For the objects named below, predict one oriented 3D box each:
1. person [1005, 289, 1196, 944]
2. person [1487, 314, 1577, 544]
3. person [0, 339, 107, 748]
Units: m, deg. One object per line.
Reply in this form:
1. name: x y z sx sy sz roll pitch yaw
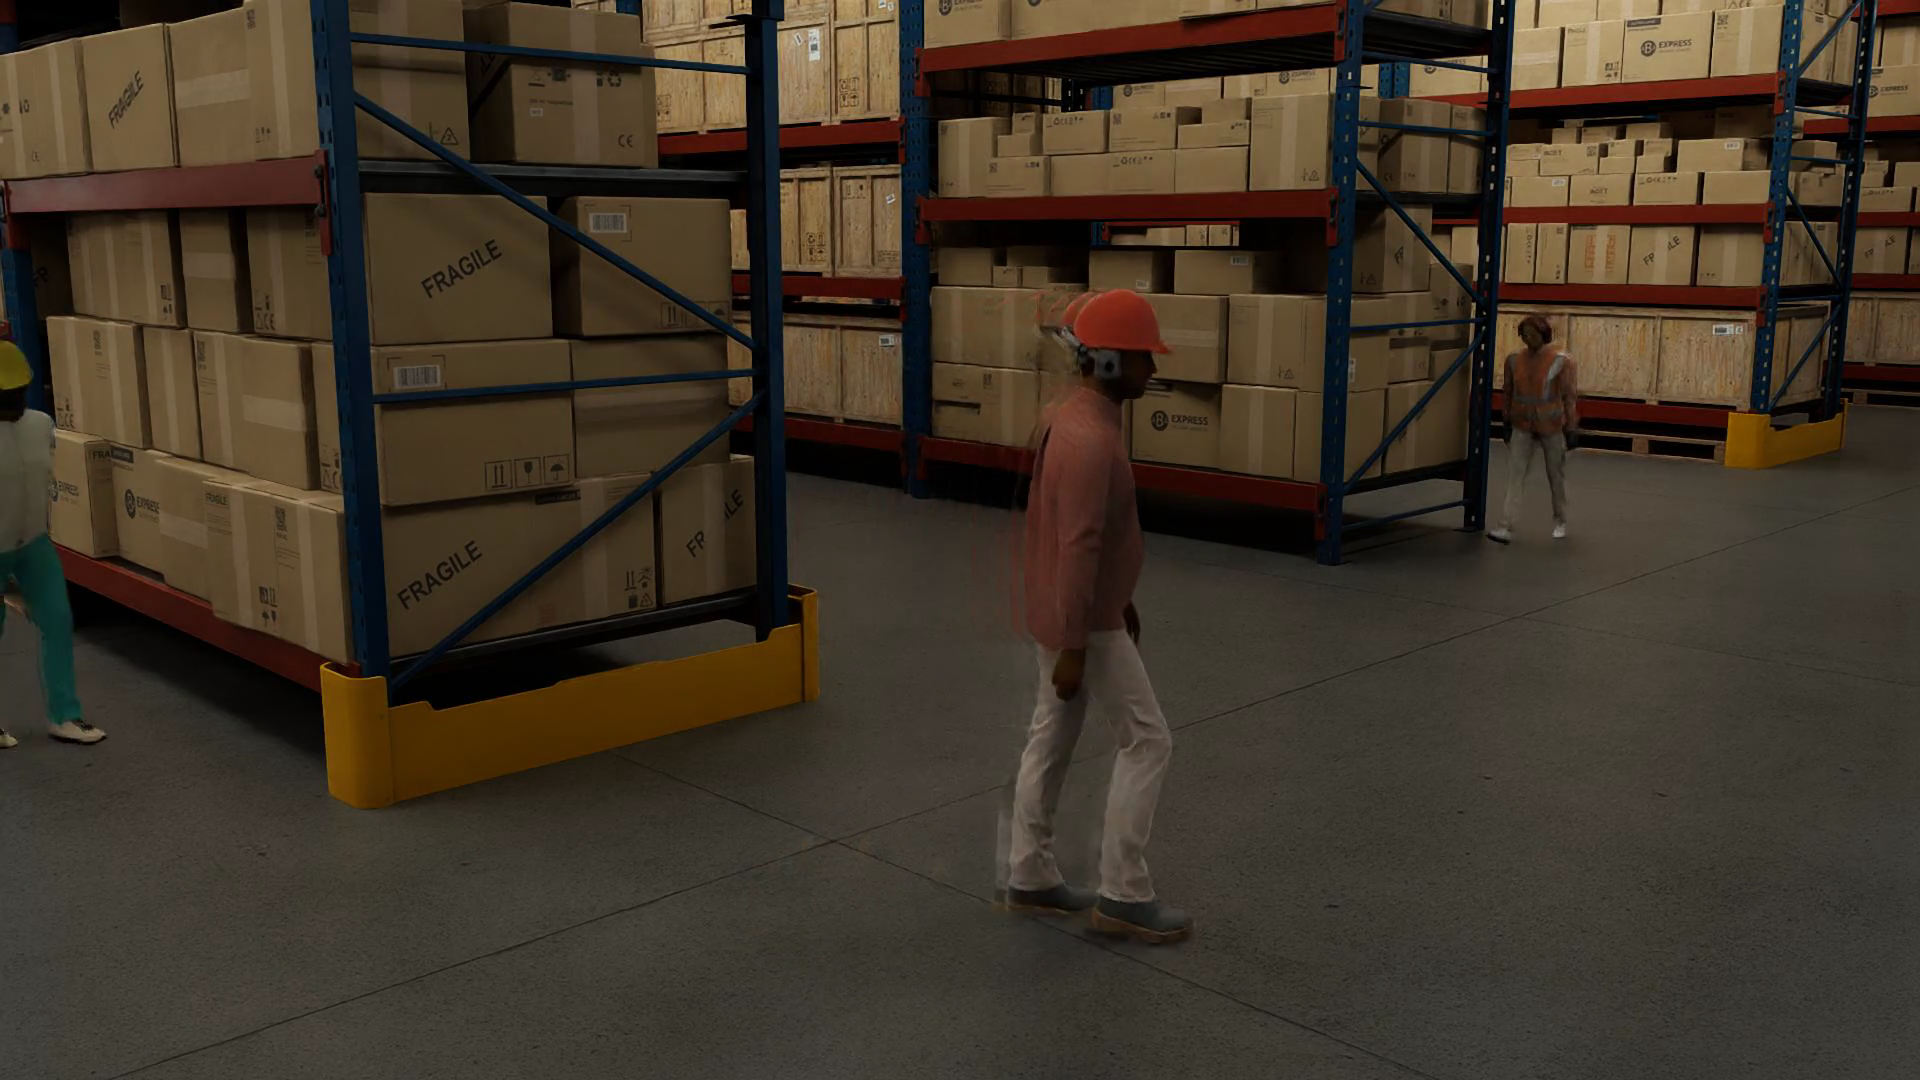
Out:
1. person: 0.468 0.235 5.068 0.726 1.968 0.637 -1 10 -3
2. person: 4.006 -0.765 11.536 0.577 1.587 0.897 9 14 41
3. person: -3.874 0.040 6.789 0.759 1.722 0.541 4 11 21
